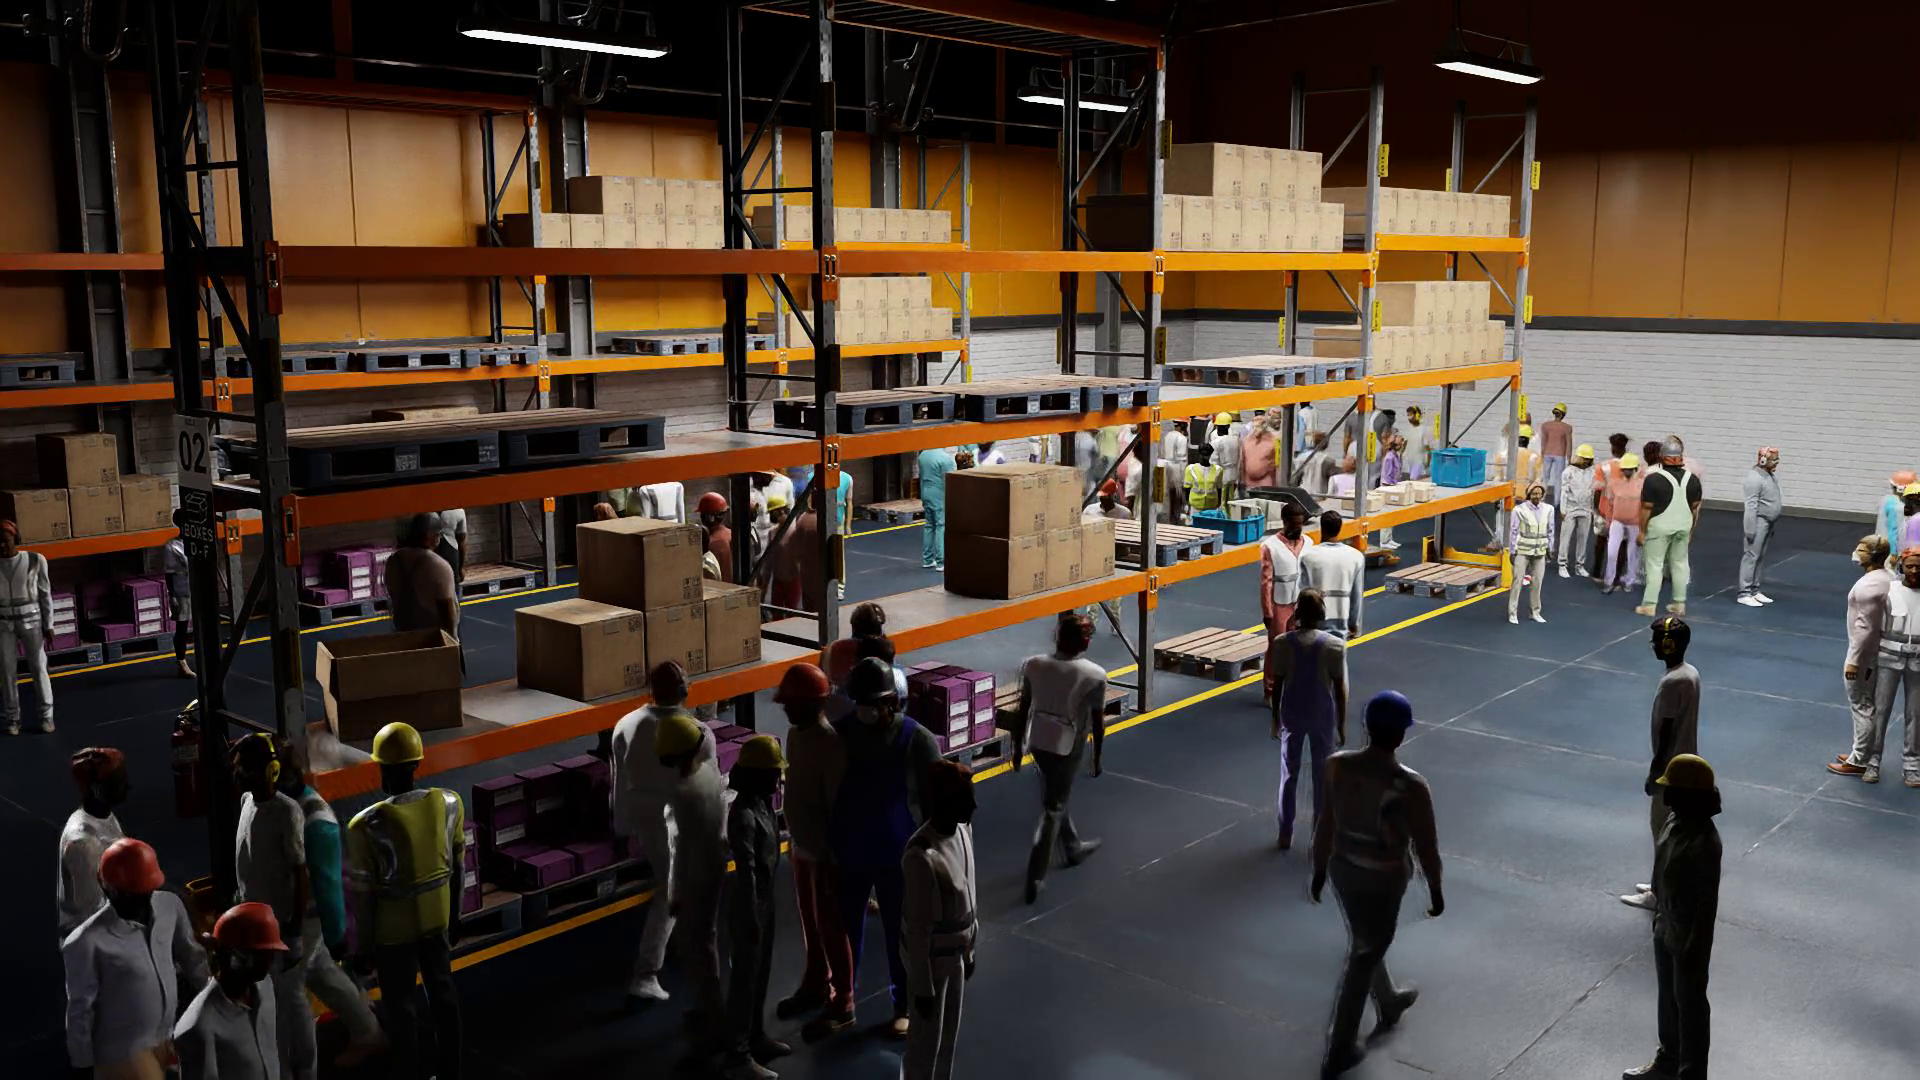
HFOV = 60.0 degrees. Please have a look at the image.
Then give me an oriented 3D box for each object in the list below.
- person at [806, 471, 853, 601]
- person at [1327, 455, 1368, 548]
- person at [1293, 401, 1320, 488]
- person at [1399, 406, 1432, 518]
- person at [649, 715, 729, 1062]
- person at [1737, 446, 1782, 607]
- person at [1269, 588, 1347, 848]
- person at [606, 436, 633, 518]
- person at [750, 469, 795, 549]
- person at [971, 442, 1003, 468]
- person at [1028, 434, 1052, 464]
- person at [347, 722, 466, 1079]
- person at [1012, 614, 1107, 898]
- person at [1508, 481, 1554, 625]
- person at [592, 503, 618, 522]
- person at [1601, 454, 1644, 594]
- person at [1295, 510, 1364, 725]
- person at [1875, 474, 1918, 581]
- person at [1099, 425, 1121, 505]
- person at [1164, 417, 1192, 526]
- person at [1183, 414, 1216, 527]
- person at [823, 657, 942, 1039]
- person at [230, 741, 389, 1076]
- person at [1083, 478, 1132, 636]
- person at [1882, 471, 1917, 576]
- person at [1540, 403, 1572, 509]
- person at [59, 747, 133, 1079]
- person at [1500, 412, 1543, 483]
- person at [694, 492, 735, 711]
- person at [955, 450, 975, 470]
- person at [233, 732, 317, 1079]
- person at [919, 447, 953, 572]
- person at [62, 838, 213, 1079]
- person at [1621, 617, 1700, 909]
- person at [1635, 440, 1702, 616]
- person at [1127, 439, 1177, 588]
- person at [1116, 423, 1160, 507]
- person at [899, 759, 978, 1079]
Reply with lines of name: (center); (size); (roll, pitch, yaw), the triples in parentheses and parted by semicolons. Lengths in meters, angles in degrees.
person: (-1.567, -0.189, 20.010); (0.565, 1.840, 0.390); (1, 10, 7)
person: (4.888, -0.260, 21.063); (0.539, 1.620, 0.409); (4, 10, 23)
person: (5.841, -1.569, 28.038); (0.390, 1.913, 0.587); (8, 12, 39)
person: (7.117, -1.194, 26.147); (0.986, 1.805, 0.482); (-4, 10, -24)
person: (-1.348, 1.751, 8.677); (0.468, 1.766, 0.744); (2, 10, 11)
person: (9.489, -0.164, 19.693); (0.403, 1.900, 0.636); (9, 13, 42)
person: (2.406, 1.250, 11.492); (0.560, 1.838, 0.471); (3, 10, 16)
person: (-4.293, -0.428, 20.973); (0.386, 1.992, 0.625); (-6, 11, -32)
person: (-2.212, -0.076, 19.169); (0.644, 1.900, 0.399); (-2, 10, -15)
person: (0.455, -0.628, 22.742); (0.655, 1.811, 0.596); (-7, 12, -38)
person: (1.290, -1.365, 27.051); (0.394, 1.836, 0.559); (-3, 10, -17)
person: (-2.606, 1.803, 7.857); (0.370, 1.927, 0.588); (7, 12, 38)
person: (0.655, 1.374, 10.837); (0.584, 1.787, 0.932); (6, 11, 32)
person: (6.393, 0.148, 18.653); (0.528, 1.627, 0.325); (-2, 10, -11)
person: (-3.598, 0.430, 16.927); (0.271, 1.632, 0.508); (-2, 10, -12)
person: (8.093, -0.169, 20.223); (0.528, 1.737, 0.817); (6, 11, 31)
person: (3.224, 0.698, 14.544); (0.599, 1.906, 0.404); (-1, 10, -8)
person: (10.537, 0.082, 18.726); (0.408, 1.732, 0.573); (2, 10, 12)
person: (2.556, -1.347, 27.211); (0.854, 1.728, 0.555); (-6, 11, -34)
person: (3.184, -0.940, 24.242); (0.386, 1.929, 0.543); (-4, 10, -20)
person: (3.700, -1.194, 25.461); (0.612, 2.030, 0.403); (6, 11, 30)
person: (-0.456, 1.606, 8.699); (0.675, 2.000, 0.537); (2, 10, 13)
person: (-3.219, 1.838, 8.096); (0.921, 1.802, 0.622); (-8, 12, -40)
person: (1.585, 0.182, 18.072); (0.562, 1.746, 0.339); (2, 10, 12)
person: (10.540, 0.081, 18.706); (0.353, 1.739, 0.574); (6, 11, 30)
person: (9.826, -1.387, 27.423); (0.534, 1.755, 0.341); (8, 13, 40)
person: (-3.918, 1.865, 7.647); (0.380, 1.878, 0.624); (-4, 10, -22)
person: (8.408, -1.001, 24.834); (0.602, 1.840, 0.934); (8, 12, 39)
person: (-2.215, 0.554, 15.110); (0.384, 1.993, 0.623); (2, 10, 12)
person: (0.013, -0.155, 19.835); (0.349, 1.837, 0.502); (-4, 10, -21)
person: (-3.294, 1.819, 7.924); (0.513, 1.876, 0.328); (7, 12, 36)
person: (-0.271, -0.536, 21.933); (0.396, 1.897, 0.674); (-6, 11, -32)
person: (-3.358, 2.059, 6.942); (0.656, 1.721, 0.579); (2, 10, 12)
person: (4.445, 1.402, 10.483); (0.349, 1.856, 0.528); (7, 12, 35)
person: (8.113, -0.147, 19.162); (0.684, 2.000, 0.537); (-2, 10, -10)
person: (2.365, -0.329, 20.616); (0.718, 1.926, 0.398); (-2, 10, -13)
person: (2.477, -0.906, 23.695); (0.683, 2.000, 0.535); (9, 13, 42)
person: (-0.089, 1.895, 7.479); (0.354, 1.877, 0.573); (4, 10, 21)
